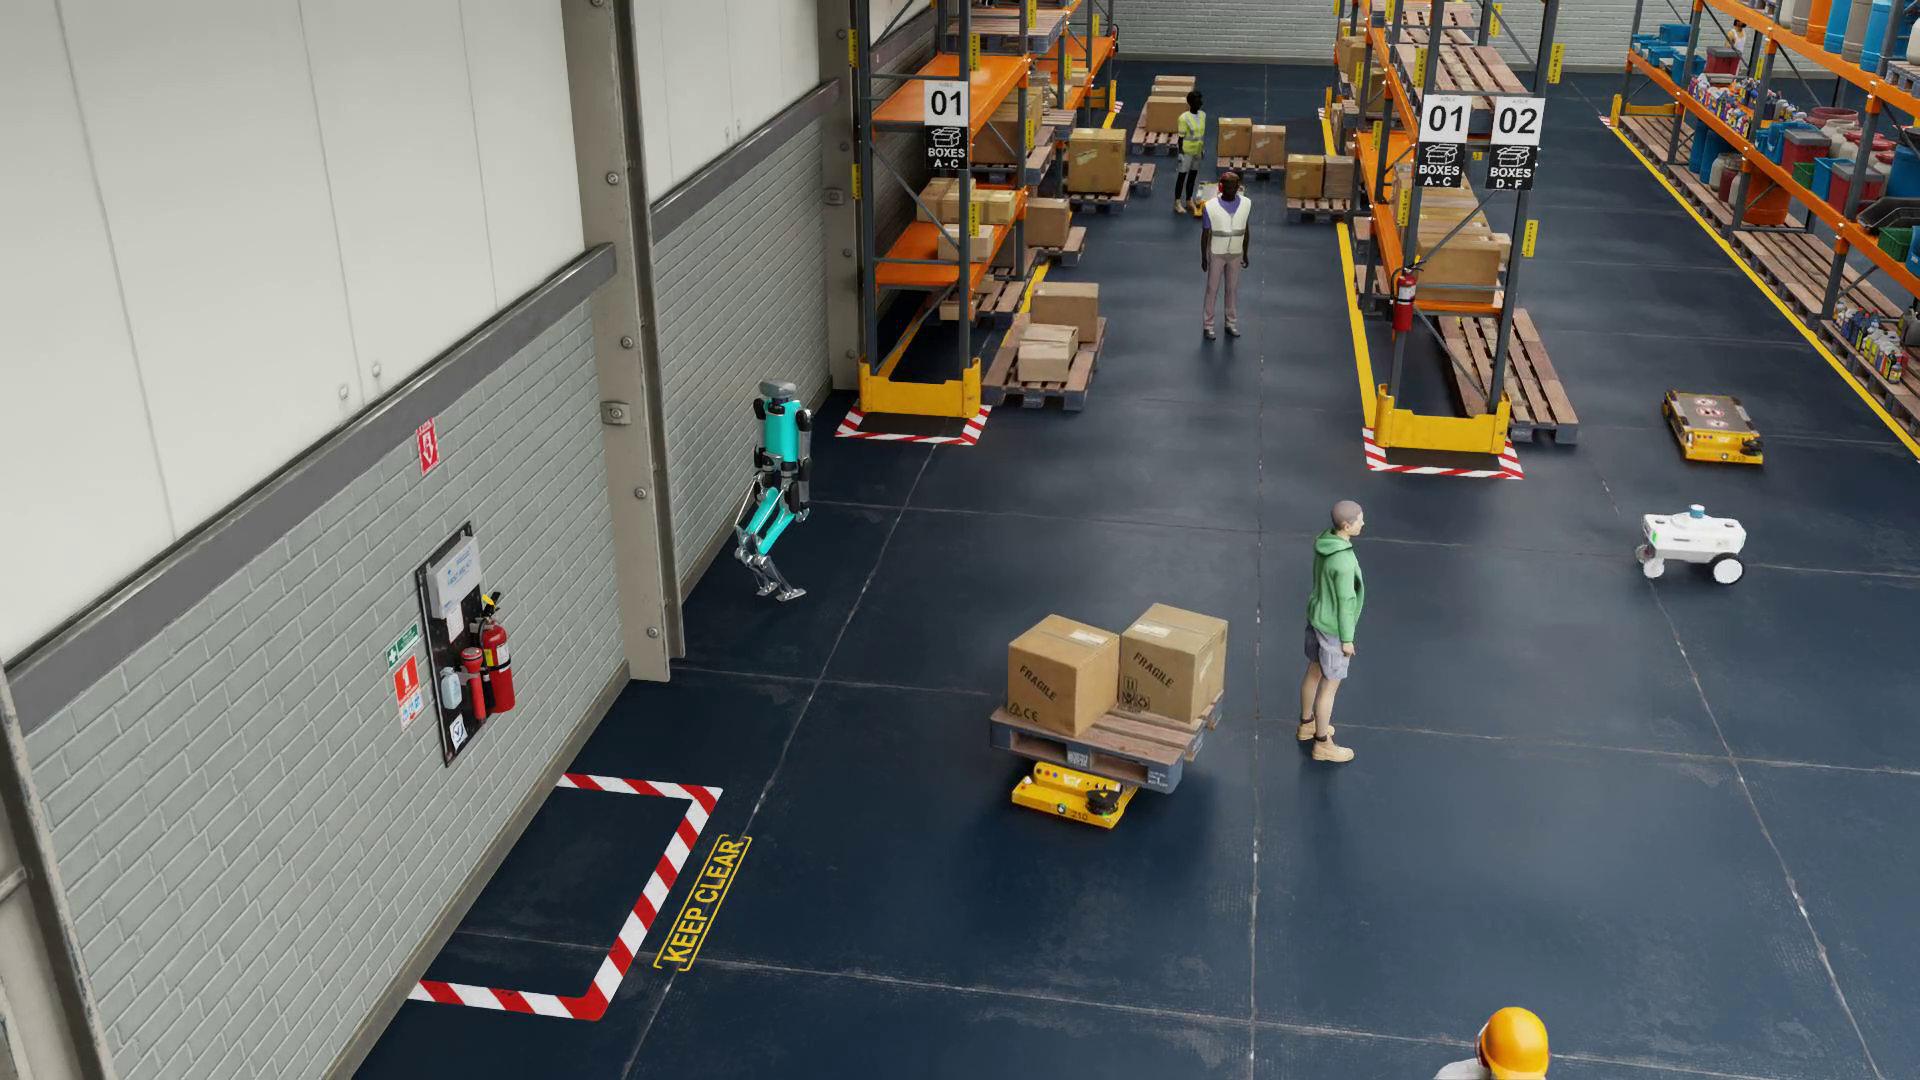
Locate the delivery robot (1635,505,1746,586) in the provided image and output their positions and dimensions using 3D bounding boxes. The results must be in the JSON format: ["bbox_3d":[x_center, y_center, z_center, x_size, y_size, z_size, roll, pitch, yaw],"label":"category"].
[{"bbox_3d":[5.732,0.027,12.983,0.807,0.613,0.499,3,25,7],"label":"delivery robot"}]

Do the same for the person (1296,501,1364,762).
[{"bbox_3d":[2.323,0.559,10.420,0.342,1.743,0.475,-4,25,-9],"label":"person"}]

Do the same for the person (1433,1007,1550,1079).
[{"bbox_3d":[1.924,2.479,6.145,0.569,1.889,0.389,8,26,17],"label":"person"}]

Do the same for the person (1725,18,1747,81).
[{"bbox_3d":[13.691,-8.396,29.446,0.509,1.863,0.388,-15,29,-29],"label":"person"}]

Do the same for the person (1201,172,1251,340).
[{"bbox_3d":[2.883,-3.113,18.174,0.557,1.837,0.395,-7,26,-15],"label":"person"}]

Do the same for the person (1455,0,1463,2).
[{"bbox_3d":[9.391,-9.356,31.614,0.534,1.767,0.314,4,25,7],"label":"person"}]

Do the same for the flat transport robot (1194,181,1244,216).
[{"bbox_3d":[3.711,-4.855,23.749,0.659,0.231,1.431,4,25,9],"label":"flat transport robot"}]

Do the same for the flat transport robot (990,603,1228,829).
[{"bbox_3d":[0.915,1.317,10.539,0.659,0.231,1.431,12,27,23],"label":"flat transport robot"}]

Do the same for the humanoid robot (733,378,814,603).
[{"bbox_3d":[-1.428,-0.315,12.146,0.533,1.672,0.735,18,31,34],"label":"humanoid robot"}]

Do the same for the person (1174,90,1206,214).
[{"bbox_3d":[3.238,-5.442,23.316,0.539,1.695,0.317,-20,32,-37],"label":"person"}]

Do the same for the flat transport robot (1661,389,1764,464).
[{"bbox_3d":[7.066,-1.073,15.655,0.659,0.231,1.431,5,26,11],"label":"flat transport robot"}]
